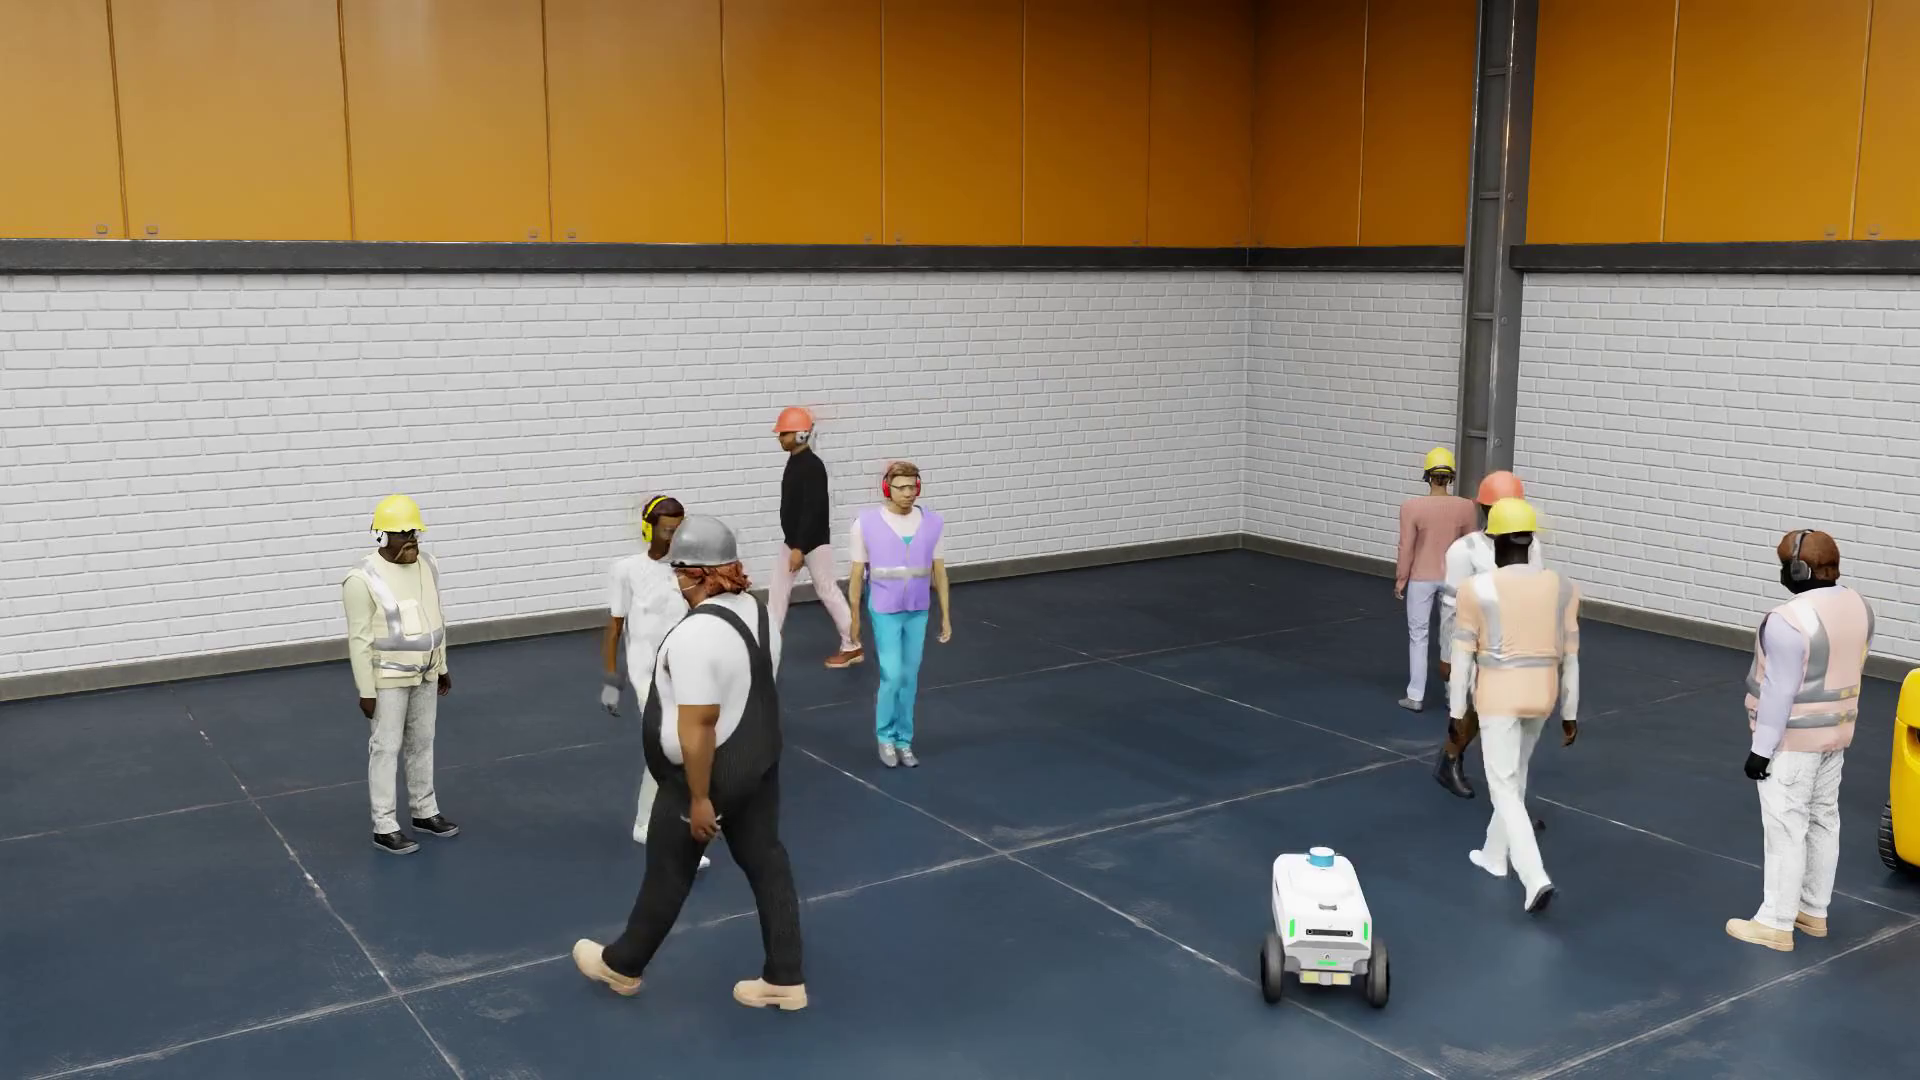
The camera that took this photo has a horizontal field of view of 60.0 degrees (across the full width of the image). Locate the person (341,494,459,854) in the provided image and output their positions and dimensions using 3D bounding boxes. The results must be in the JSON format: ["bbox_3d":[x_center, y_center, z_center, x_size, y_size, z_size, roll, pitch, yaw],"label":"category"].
[{"bbox_3d":[-2.822,0.670,8.436,0.403,1.825,0.591,4,10,25],"label":"person"}]

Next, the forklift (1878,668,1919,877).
[{"bbox_3d":[5.511,0.571,7.906,2.313,2.155,1.214,-6,11,-33],"label":"forklift"}]

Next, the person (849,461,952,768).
[{"bbox_3d":[-0.341,0.443,9.761,0.596,1.827,0.487,-5,11,-27],"label":"person"}]

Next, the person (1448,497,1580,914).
[{"bbox_3d":[2.605,0.757,7.728,0.602,1.889,0.880,-2,10,-10],"label":"person"}]

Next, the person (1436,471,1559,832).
[{"bbox_3d":[2.864,0.560,8.933,0.550,1.889,1.012,-4,10,-22],"label":"person"}]

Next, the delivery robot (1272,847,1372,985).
[{"bbox_3d":[1.487,1.514,6.872,0.477,0.478,0.707,1,10,6],"label":"delivery robot"}]

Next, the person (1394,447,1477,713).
[{"bbox_3d":[3.141,0.267,11.028,0.535,1.767,0.317,-1,9,-4],"label":"person"}]

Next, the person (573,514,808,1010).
[{"bbox_3d":[-1.054,0.861,6.621,1.008,2.000,0.707,4,10,24],"label":"person"}]

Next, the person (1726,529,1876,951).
[{"bbox_3d":[3.637,0.862,7.232,0.624,1.840,0.429,-6,11,-31],"label":"person"}]

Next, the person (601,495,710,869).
[{"bbox_3d":[-1.403,0.704,8.197,0.538,1.824,0.892,-9,13,-43],"label":"person"}]

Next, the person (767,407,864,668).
[{"bbox_3d":[-1.149,0.006,12.071,1.024,1.940,0.623,-5,11,-27],"label":"person"}]
